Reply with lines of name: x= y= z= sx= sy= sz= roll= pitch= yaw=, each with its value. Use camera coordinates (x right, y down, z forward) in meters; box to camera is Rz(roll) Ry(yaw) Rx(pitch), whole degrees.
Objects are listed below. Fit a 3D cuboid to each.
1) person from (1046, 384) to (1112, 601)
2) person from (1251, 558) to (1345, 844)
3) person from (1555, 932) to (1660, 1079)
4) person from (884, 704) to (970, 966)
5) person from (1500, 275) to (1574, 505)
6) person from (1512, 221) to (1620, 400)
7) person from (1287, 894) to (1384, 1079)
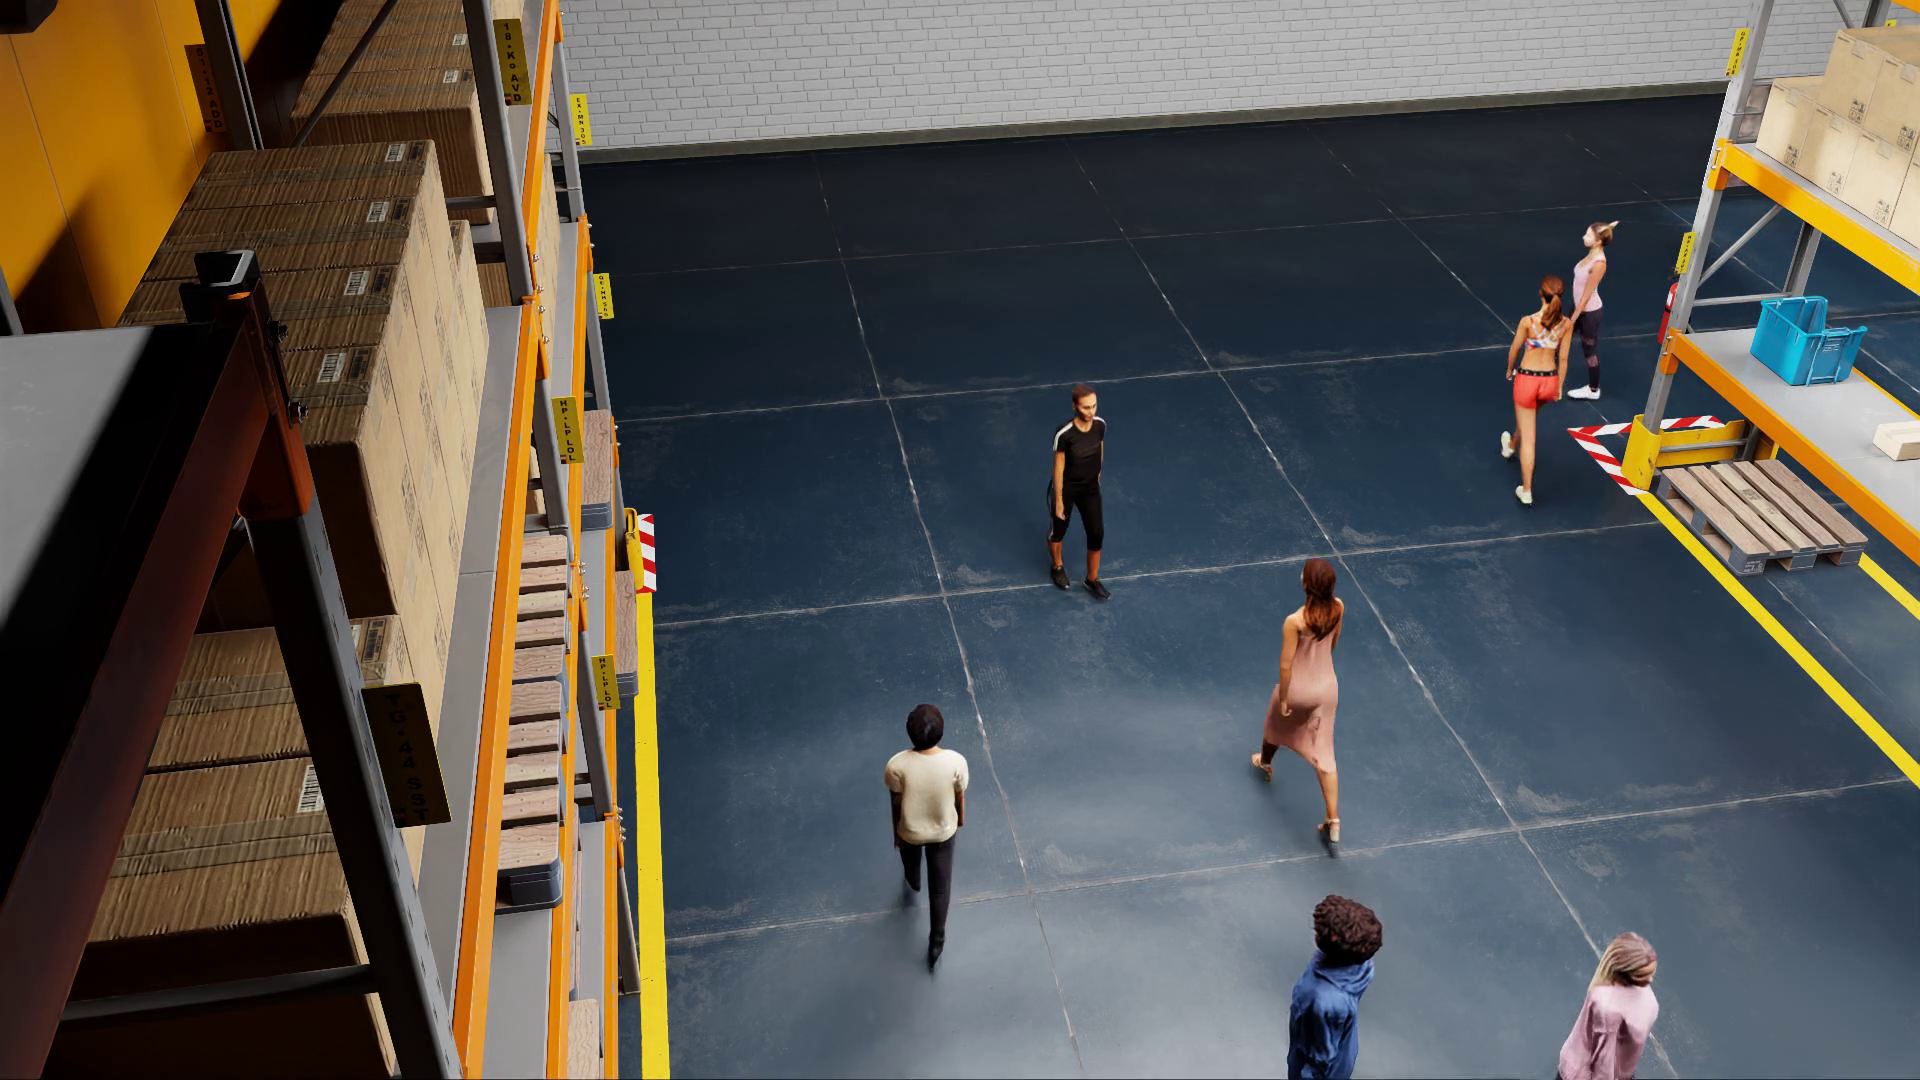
person: x=0.761 y=-0.395 z=11.757 sx=0.704 sy=1.650 sz=0.840 roll=-13 pitch=36 yaw=-18
person: x=2.065 y=0.943 z=9.616 sx=0.720 sy=1.791 sz=1.169 roll=-11 pitch=35 yaw=-16
person: x=2.802 y=2.366 z=7.605 sx=1.198 sy=1.650 sz=1.025 roll=29 pitch=43 yaw=36
person: x=-0.170 y=1.602 z=8.845 sx=0.689 sy=1.549 sz=1.009 roll=-1 pitch=34 yaw=-2
person: x=4.422 y=-1.108 z=12.749 sx=0.687 sy=1.741 sz=1.184 roll=0 pitch=34 yaw=-1
person: x=5.388 y=-1.911 z=14.075 sx=0.860 sy=1.608 sz=1.014 roll=5 pitch=34 yaw=8
person: x=1.657 y=2.301 z=7.556 sx=0.821 sy=1.811 sz=0.713 roll=14 pitch=36 yaw=20
